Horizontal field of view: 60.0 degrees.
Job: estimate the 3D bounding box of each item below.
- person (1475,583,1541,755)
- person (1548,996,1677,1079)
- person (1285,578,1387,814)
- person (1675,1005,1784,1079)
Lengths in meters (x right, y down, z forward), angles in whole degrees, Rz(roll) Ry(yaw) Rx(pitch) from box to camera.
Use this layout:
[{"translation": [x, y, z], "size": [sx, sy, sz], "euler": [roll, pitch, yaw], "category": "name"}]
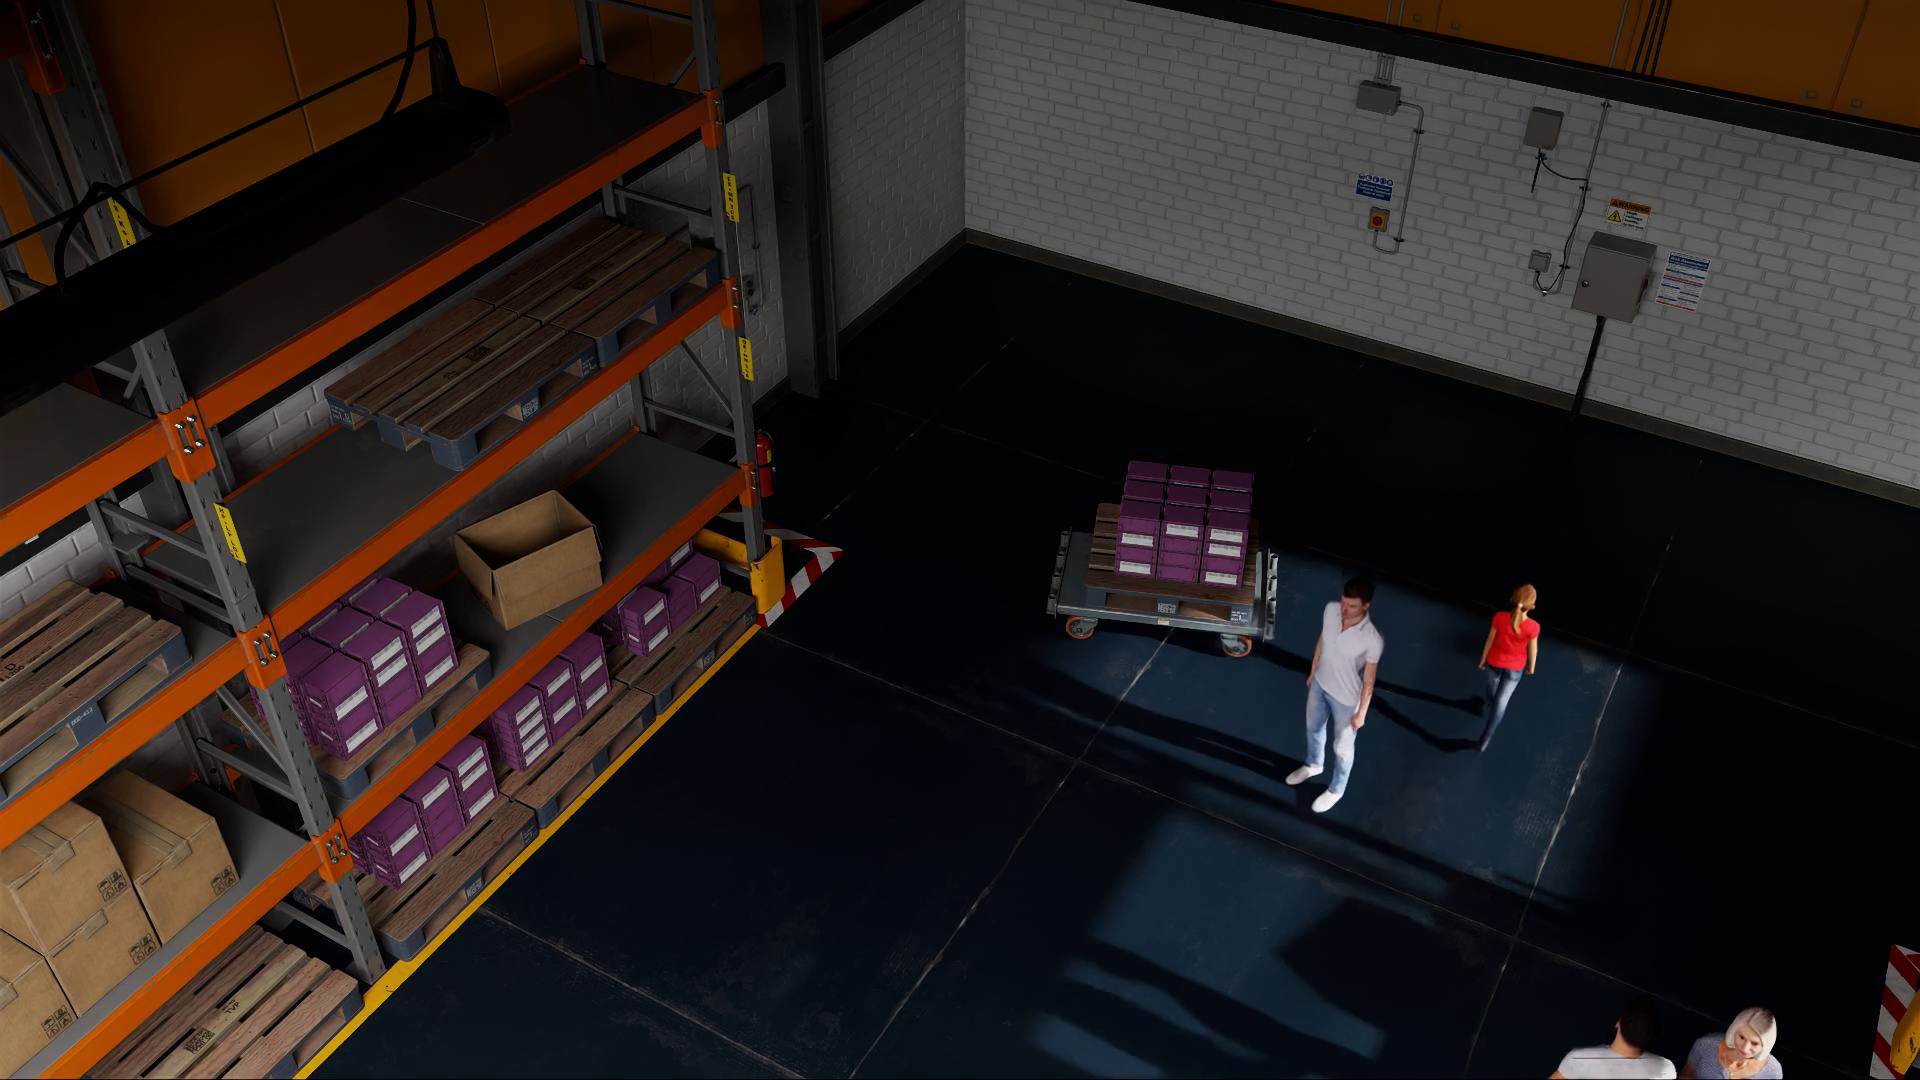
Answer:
[{"translation": [3.638, 0.870, 11.137], "size": [0.495, 1.291, 0.876], "euler": [21, 43, 24], "category": "person"}, {"translation": [3.106, 2.957, 8.094], "size": [0.877, 1.826, 0.965], "euler": [1, 39, 2], "category": "person"}, {"translation": [2.424, 0.938, 10.600], "size": [0.718, 1.853, 0.742], "euler": [-22, 44, -25], "category": "person"}, {"translation": [3.725, 2.878, 8.276], "size": [0.591, 1.723, 0.515], "euler": [17, 42, 20], "category": "person"}]
